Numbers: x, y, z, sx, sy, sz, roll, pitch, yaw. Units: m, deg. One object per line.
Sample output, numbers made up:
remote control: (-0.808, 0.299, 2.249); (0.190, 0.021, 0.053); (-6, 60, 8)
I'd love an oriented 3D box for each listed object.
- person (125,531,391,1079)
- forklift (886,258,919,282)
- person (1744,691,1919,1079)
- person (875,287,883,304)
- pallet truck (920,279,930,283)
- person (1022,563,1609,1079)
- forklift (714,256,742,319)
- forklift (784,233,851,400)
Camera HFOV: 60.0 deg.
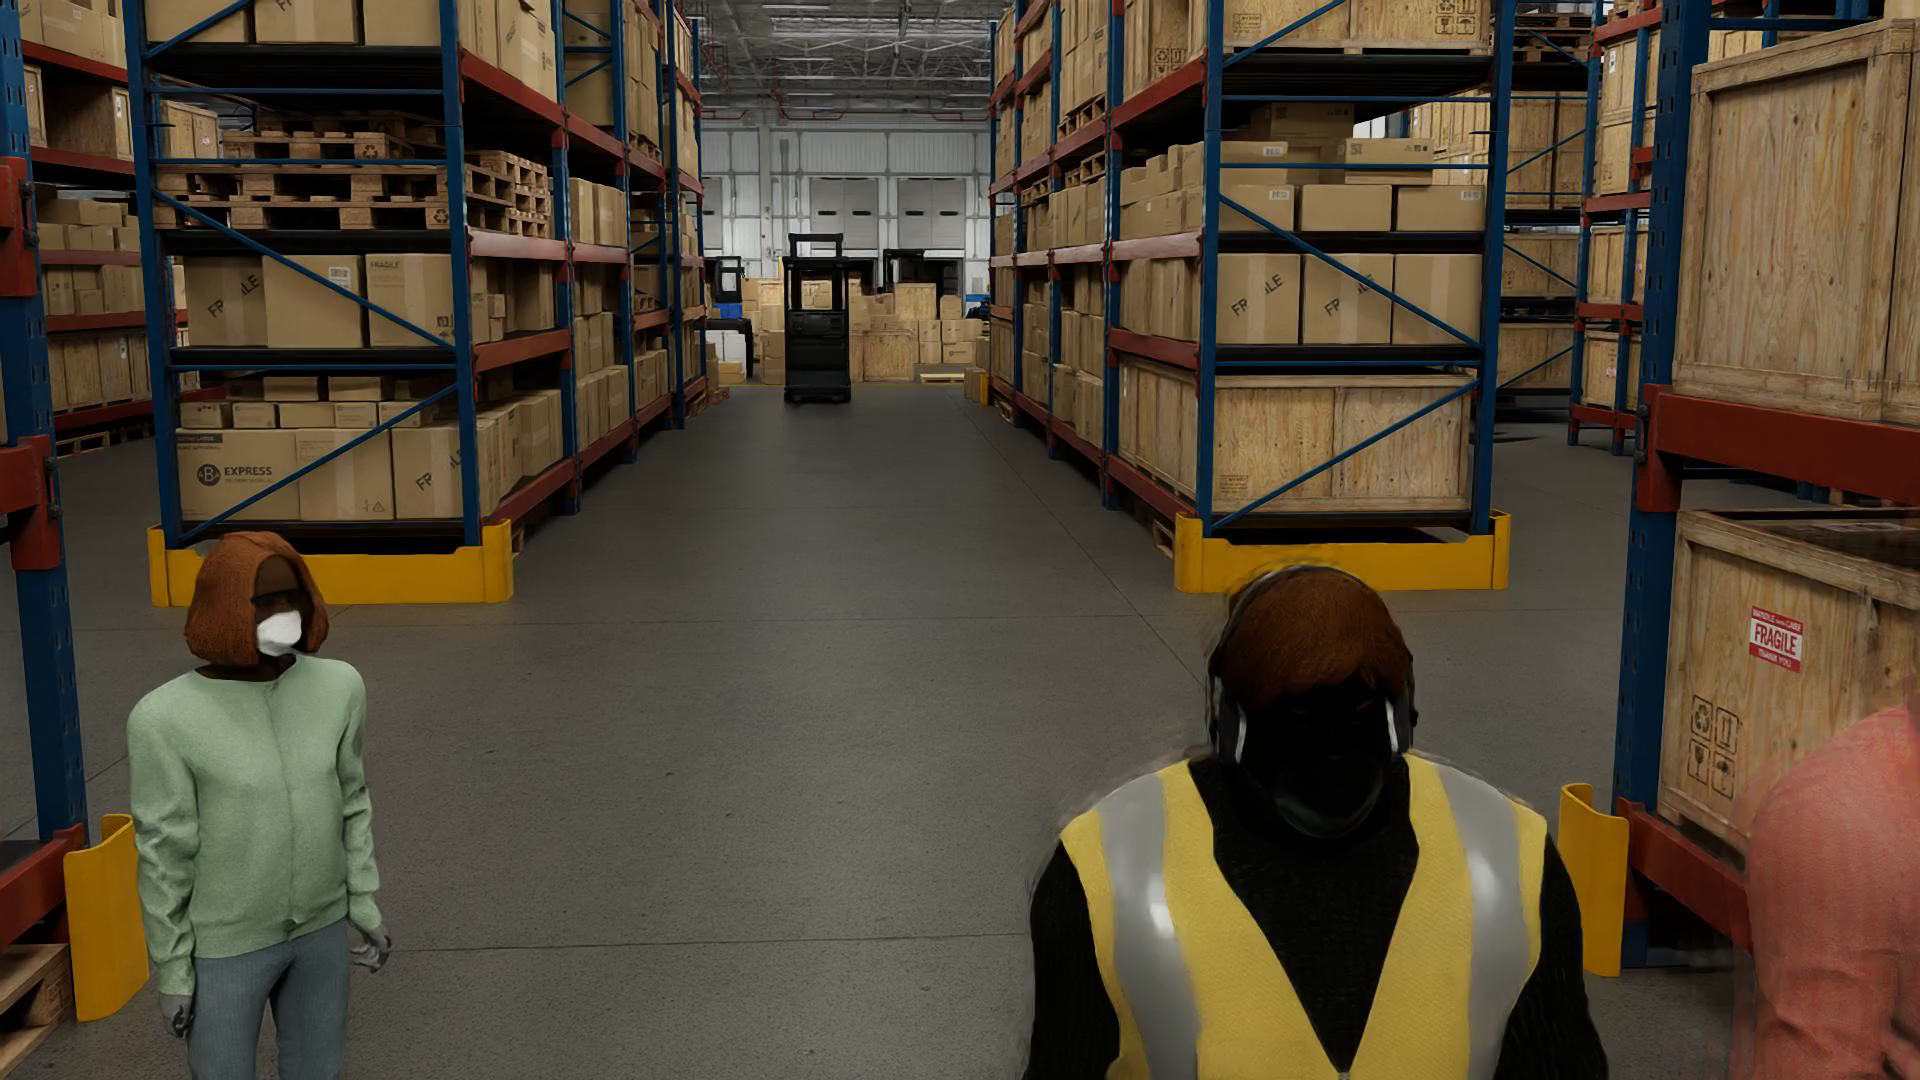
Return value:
person: (-1.354, 0.790, 3.275); (0.285, 1.633, 0.497); (6, 11, 33)
forklift: (-1.544, -6.484, 45.045); (1.129, 2.768, 1.873); (-1, 9, -4)
person: (1.218, 0.878, 1.944); (0.665, 1.890, 0.549); (0, 9, -3)
person: (-3.066, -8.710, 62.745); (0.320, 1.689, 0.613); (-4, 10, -22)
pallet truck: (-0.932, -8.922, 63.114); (1.885, 1.965, 0.823); (2, 9, 13)
person: (0.408, 0.930, 1.864); (0.649, 1.806, 0.855); (-1, 9, -4)
forklift: (-8.543, -9.115, 61.562); (1.129, 2.768, 1.873); (-1, 9, -4)
forklift: (-2.438, -3.832, 28.391); (1.129, 2.768, 1.873); (-1, 9, -4)
